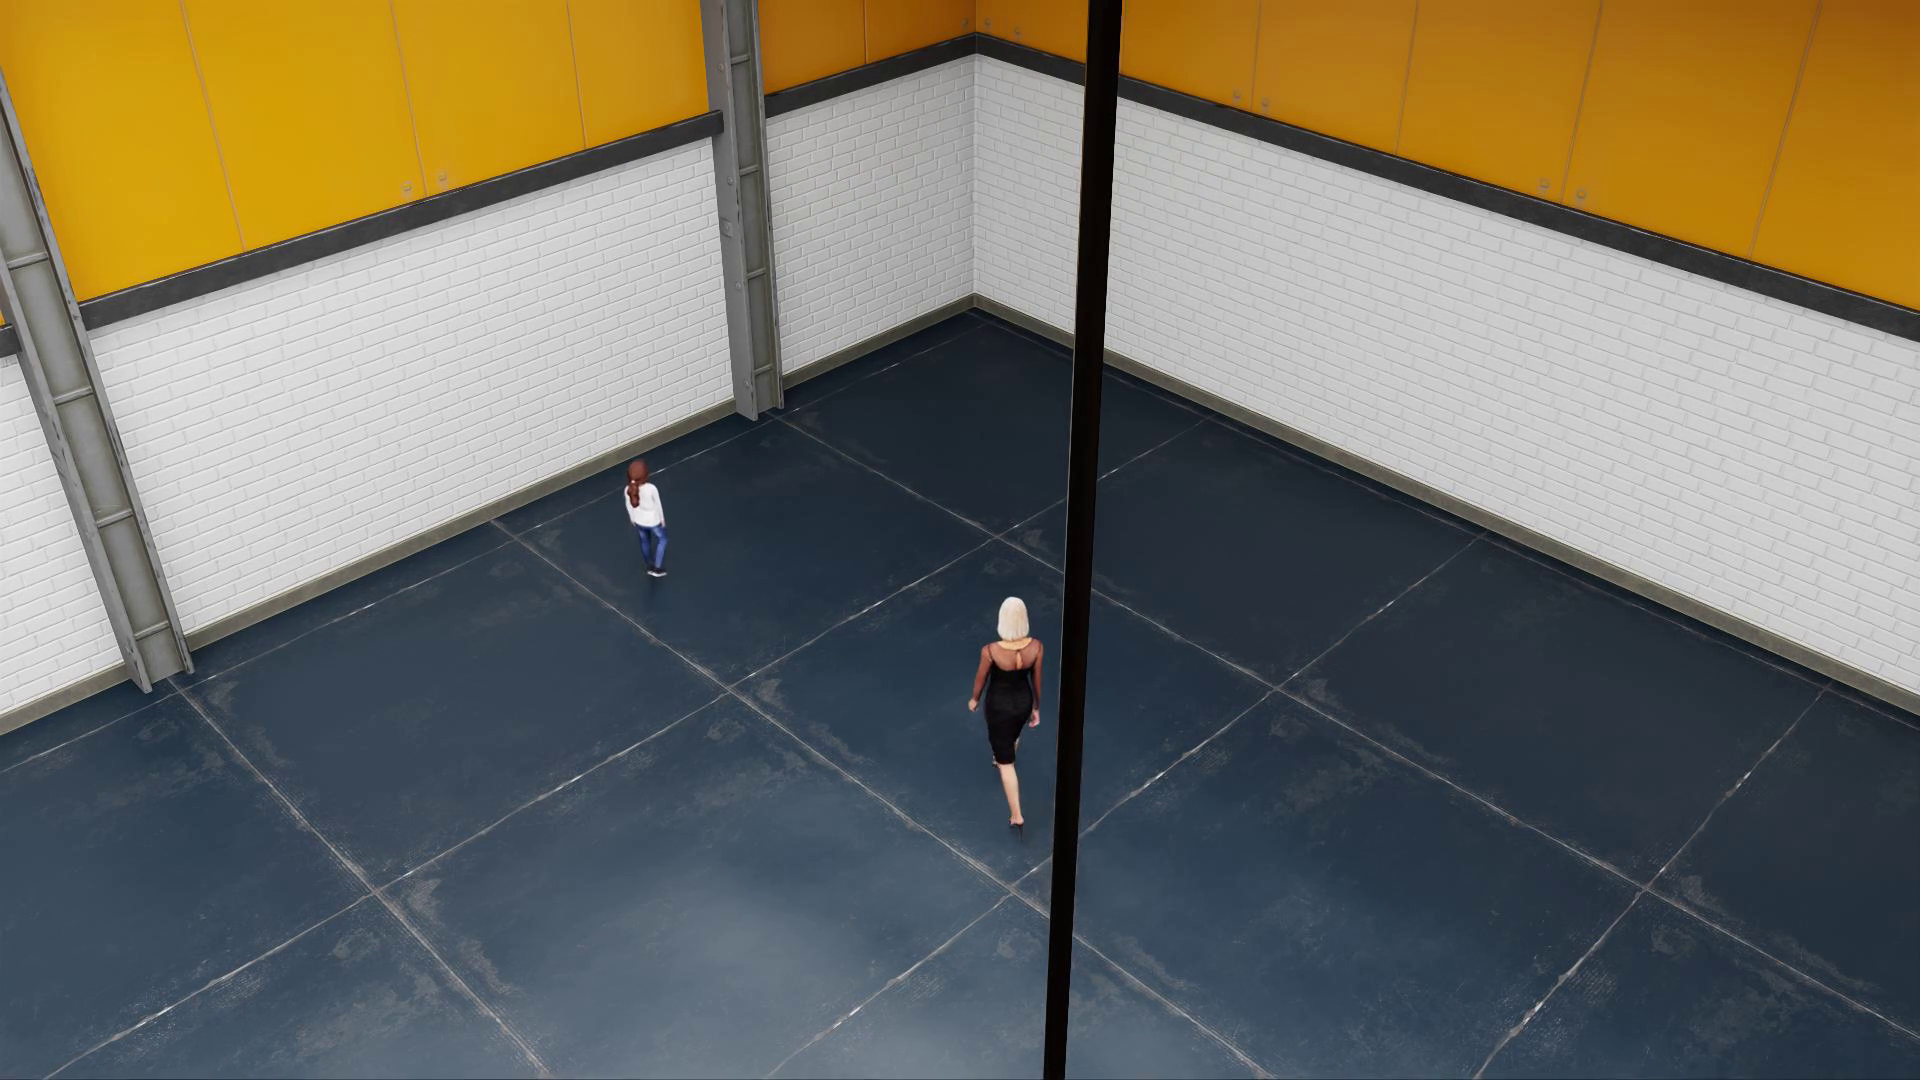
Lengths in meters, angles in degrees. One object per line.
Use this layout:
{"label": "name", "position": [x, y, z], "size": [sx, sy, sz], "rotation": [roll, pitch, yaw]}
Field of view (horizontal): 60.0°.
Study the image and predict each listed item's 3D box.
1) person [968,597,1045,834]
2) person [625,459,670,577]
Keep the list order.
{"label": "person", "position": [0.341, 1.205, 11.204], "size": [1.090, 1.705, 0.988], "rotation": [-9, 35, -14]}
{"label": "person", "position": [-2.605, -0.166, 13.806], "size": [0.594, 1.109, 0.656], "rotation": [6, 34, 9]}
